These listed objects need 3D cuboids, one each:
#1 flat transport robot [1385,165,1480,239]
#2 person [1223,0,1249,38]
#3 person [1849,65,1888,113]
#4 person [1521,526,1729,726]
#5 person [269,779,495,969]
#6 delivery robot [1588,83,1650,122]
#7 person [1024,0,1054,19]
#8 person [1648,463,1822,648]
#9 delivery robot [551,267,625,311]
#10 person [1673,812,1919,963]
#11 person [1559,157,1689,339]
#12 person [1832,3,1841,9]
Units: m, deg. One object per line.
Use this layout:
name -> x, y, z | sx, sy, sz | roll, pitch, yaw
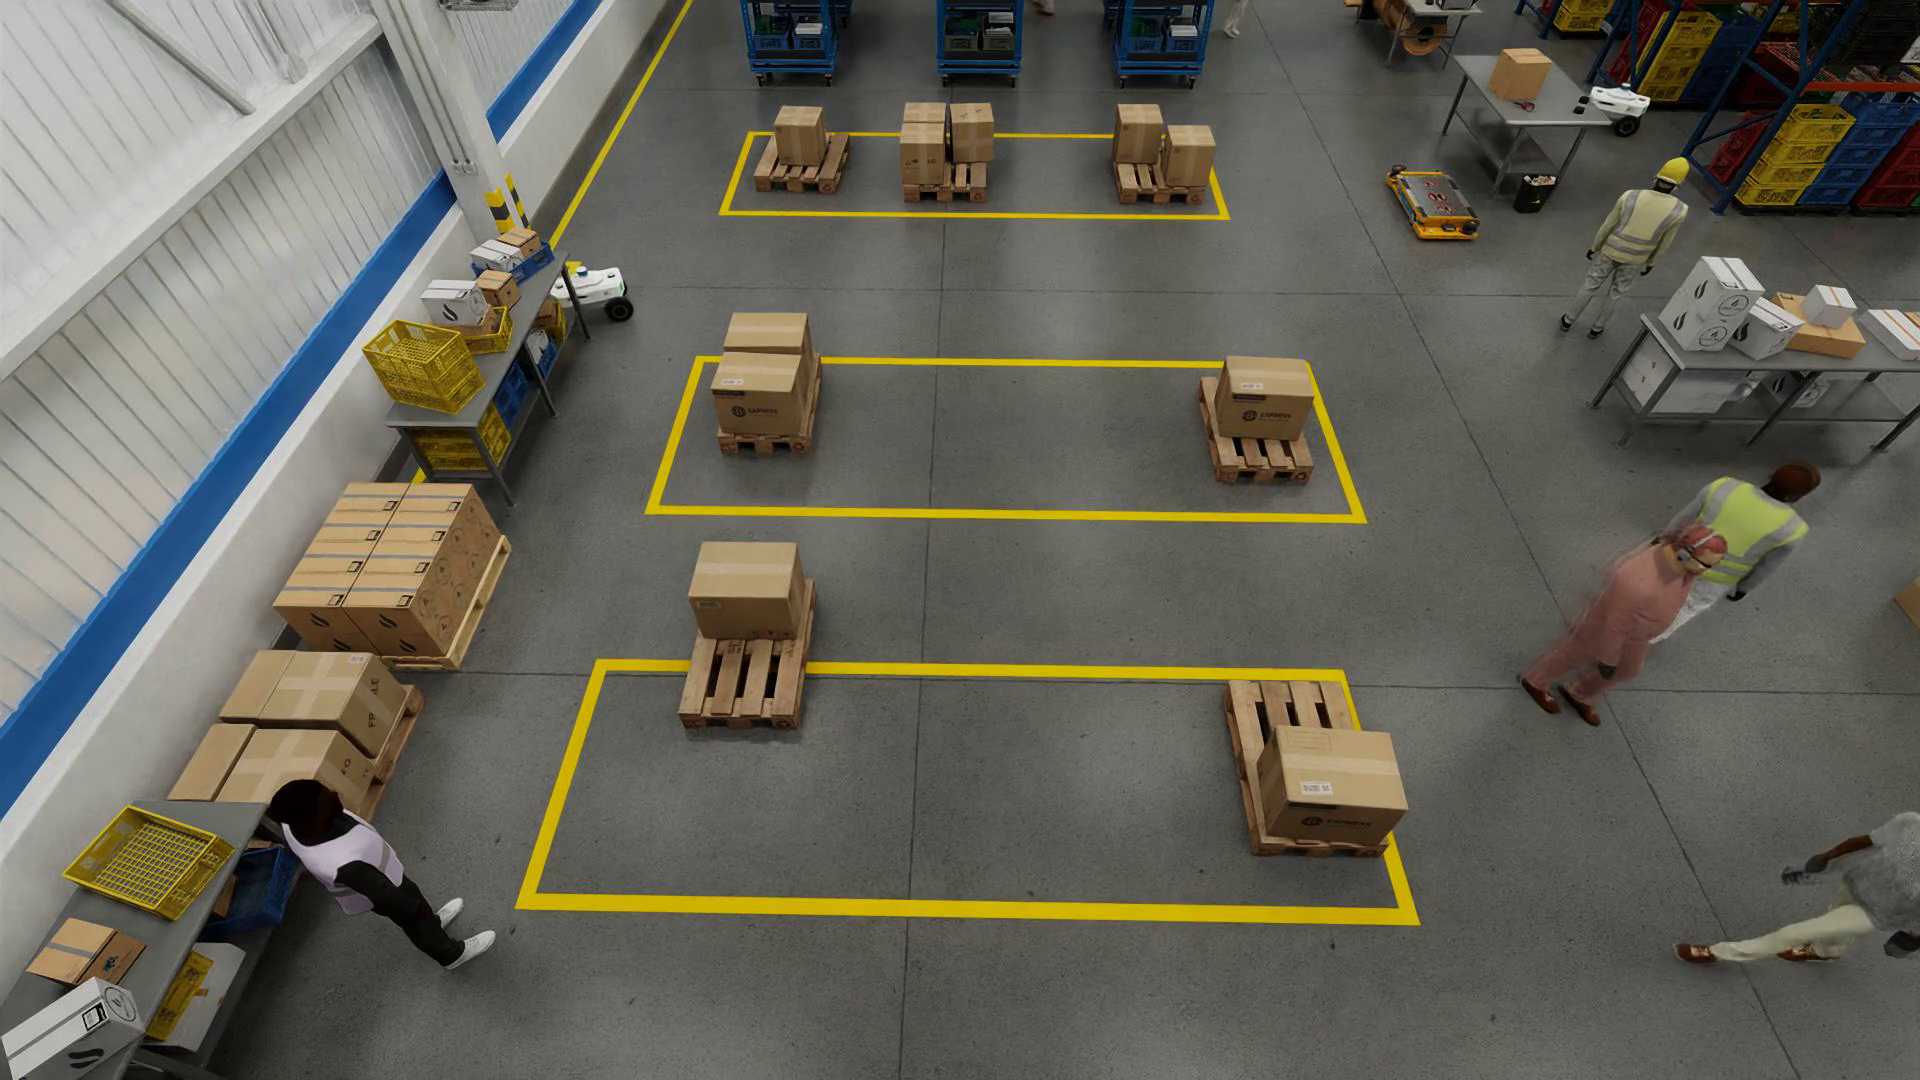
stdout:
flat transport robot -> 5.692, -4.094, 11.059 | 0.652, 0.197, 1.431 | 1, 49, 1
person -> 4.434, -8.619, 14.092 | 0.532, 1.606, 0.470 | -31, 56, -24
person -> 11.830, -6.139, 11.738 | 0.372, 1.934, 0.627 | 19, 52, 16
person -> 4.330, 0.623, 5.920 | 0.660, 1.875, 0.700 | -21, 52, -18
person -> -3.105, 1.805, 4.872 | 0.597, 1.916, 0.371 | 30, 56, 24
delivery robot -> 8.869, -5.903, 12.378 | 0.707, 0.478, 0.477 | 24, 53, 19
person -> 1.271, -9.477, 14.623 | 0.879, 1.942, 0.629 | 36, 58, 27
person -> 5.204, 0.144, 6.387 | 0.437, 1.836, 0.659 | -29, 55, -23
delivery robot -> -3.864, -2.604, 9.522 | 0.707, 0.478, 0.477 | -17, 51, -14
person -> 4.743, 1.907, 4.853 | 1.000, 1.804, 0.490 | 3, 49, 3
person -> 6.483, -2.819, 8.929 | 0.597, 1.831, 0.403 | 27, 54, 21
person -> 13.928, -8.719, 14.004 | 0.574, 1.883, 0.355 | -28, 55, -22
